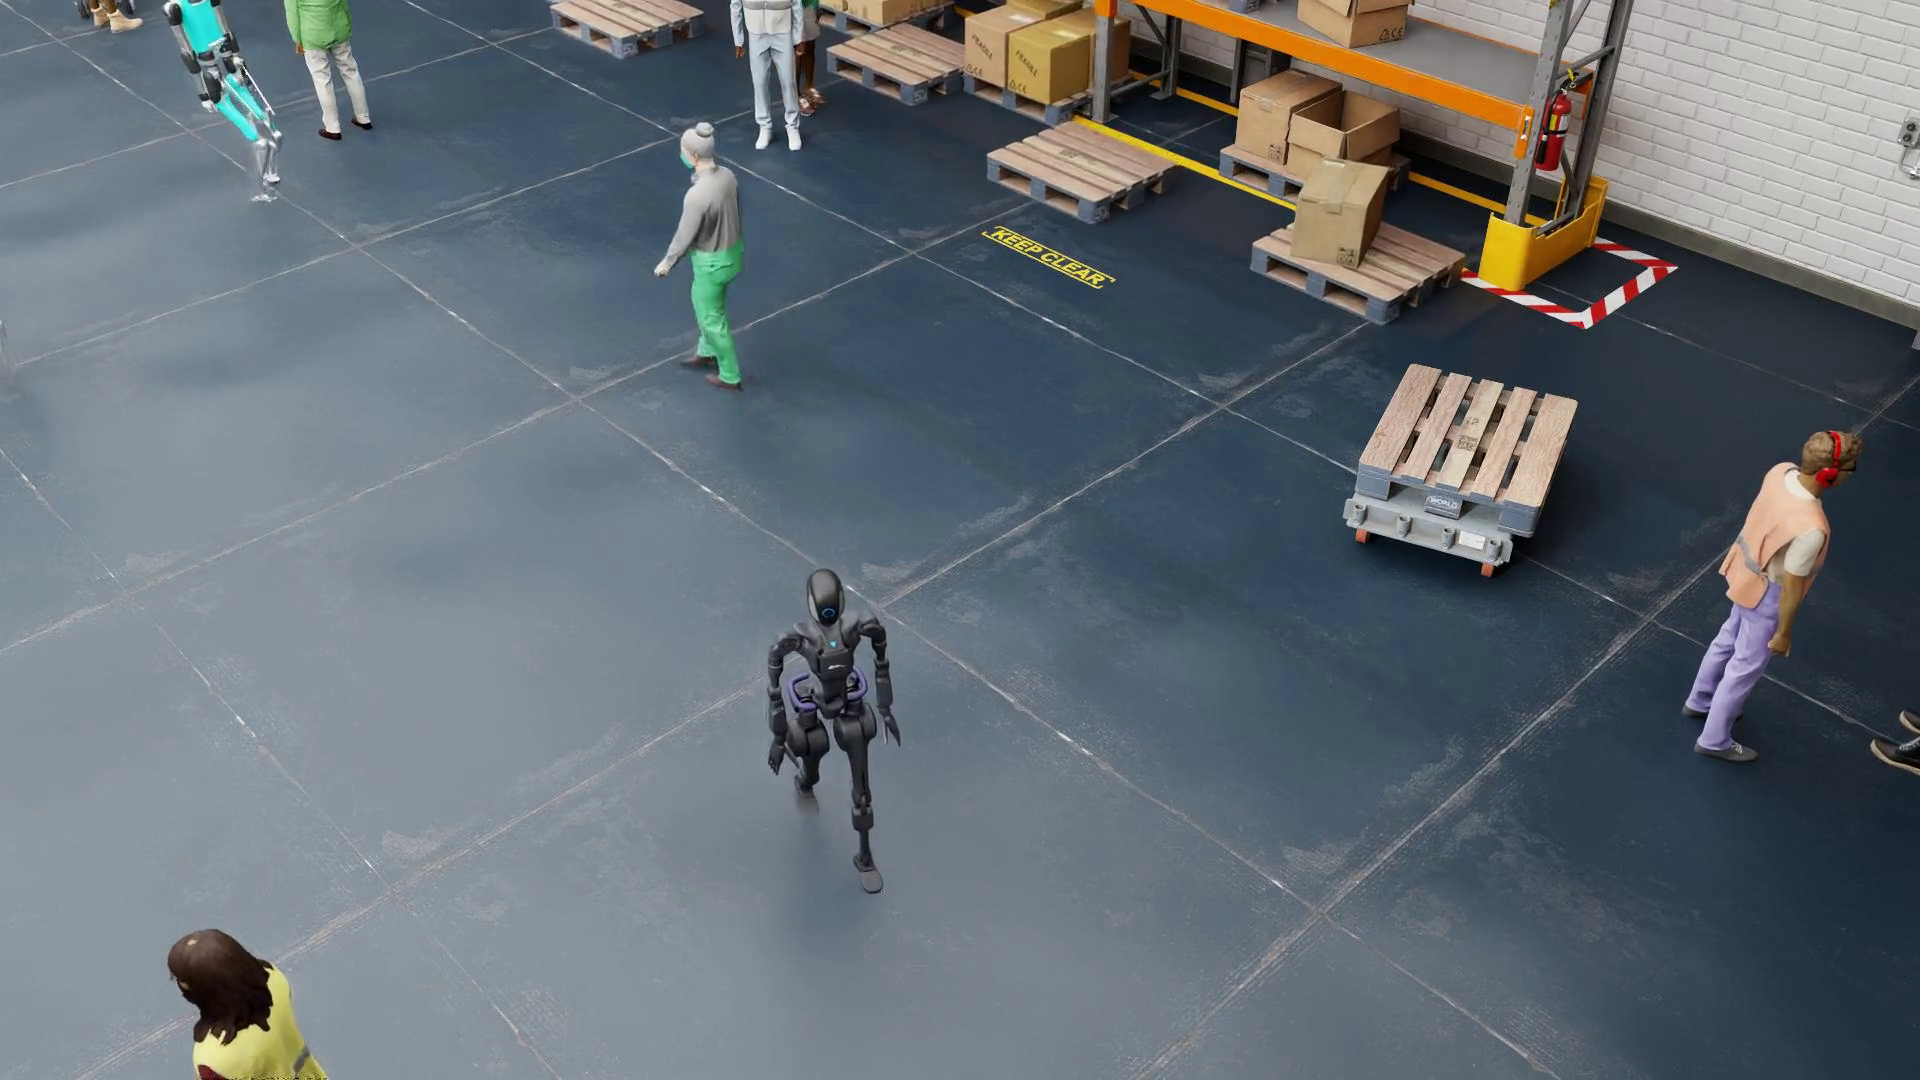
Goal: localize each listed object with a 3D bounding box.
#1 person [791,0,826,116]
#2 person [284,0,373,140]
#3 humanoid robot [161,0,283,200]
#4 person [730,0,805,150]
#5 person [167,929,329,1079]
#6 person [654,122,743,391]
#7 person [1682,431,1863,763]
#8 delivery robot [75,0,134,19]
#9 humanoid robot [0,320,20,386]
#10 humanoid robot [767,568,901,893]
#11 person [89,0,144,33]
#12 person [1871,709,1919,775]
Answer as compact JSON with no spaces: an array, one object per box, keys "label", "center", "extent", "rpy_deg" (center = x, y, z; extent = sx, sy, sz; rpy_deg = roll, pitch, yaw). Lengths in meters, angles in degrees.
[{"label":"person","center":[-1.390,-4.555,14.289],"extent":[0.505,1.820,0.582],"rpy_deg":[-27,45,-31]},{"label":"person","center":[-5.329,-4.244,13.907],"extent":[0.388,1.776,0.539],"rpy_deg":[28,45,32]},{"label":"humanoid robot","center":[-5.609,-3.531,13.002],"extent":[0.794,1.791,0.530],"rpy_deg":[12,39,16]},{"label":"person","center":[-1.575,-4.159,13.686],"extent":[0.596,1.907,0.410],"rpy_deg":[-1,37,-2]},{"label":"person","center":[-2.326,1.962,5.708],"extent":[0.803,1.747,0.468],"rpy_deg":[-4,37,-5]},{"label":"person","center":[-1.674,-1.817,10.639],"extent":[0.569,1.830,0.525],"rpy_deg":[9,38,12]},{"label":"person","center":[3.802,0.265,7.884],"extent":[0.380,1.837,0.562],"rpy_deg":[5,37,6]},{"label":"delivery robot","center":[-8.613,-5.593,16.696],"extent":[0.499,0.589,0.792],"rpy_deg":[-12,39,-15]},{"label":"humanoid robot","center":[-6.468,-1.711,10.662],"extent":[0.539,1.889,0.741],"rpy_deg":[-1,37,-1]},{"label":"humanoid robot","center":[-0.580,0.763,7.397],"extent":[0.608,1.638,0.769],"rpy_deg":[-13,39,-16]},{"label":"person","center":[-8.346,-5.887,15.858],"extent":[0.606,2.043,0.374],"rpy_deg":[22,42,27]},{"label":"person","center":[4.810,0.281,7.756],"extent":[0.608,1.960,0.364],"rpy_deg":[-25,44,-30]}]
